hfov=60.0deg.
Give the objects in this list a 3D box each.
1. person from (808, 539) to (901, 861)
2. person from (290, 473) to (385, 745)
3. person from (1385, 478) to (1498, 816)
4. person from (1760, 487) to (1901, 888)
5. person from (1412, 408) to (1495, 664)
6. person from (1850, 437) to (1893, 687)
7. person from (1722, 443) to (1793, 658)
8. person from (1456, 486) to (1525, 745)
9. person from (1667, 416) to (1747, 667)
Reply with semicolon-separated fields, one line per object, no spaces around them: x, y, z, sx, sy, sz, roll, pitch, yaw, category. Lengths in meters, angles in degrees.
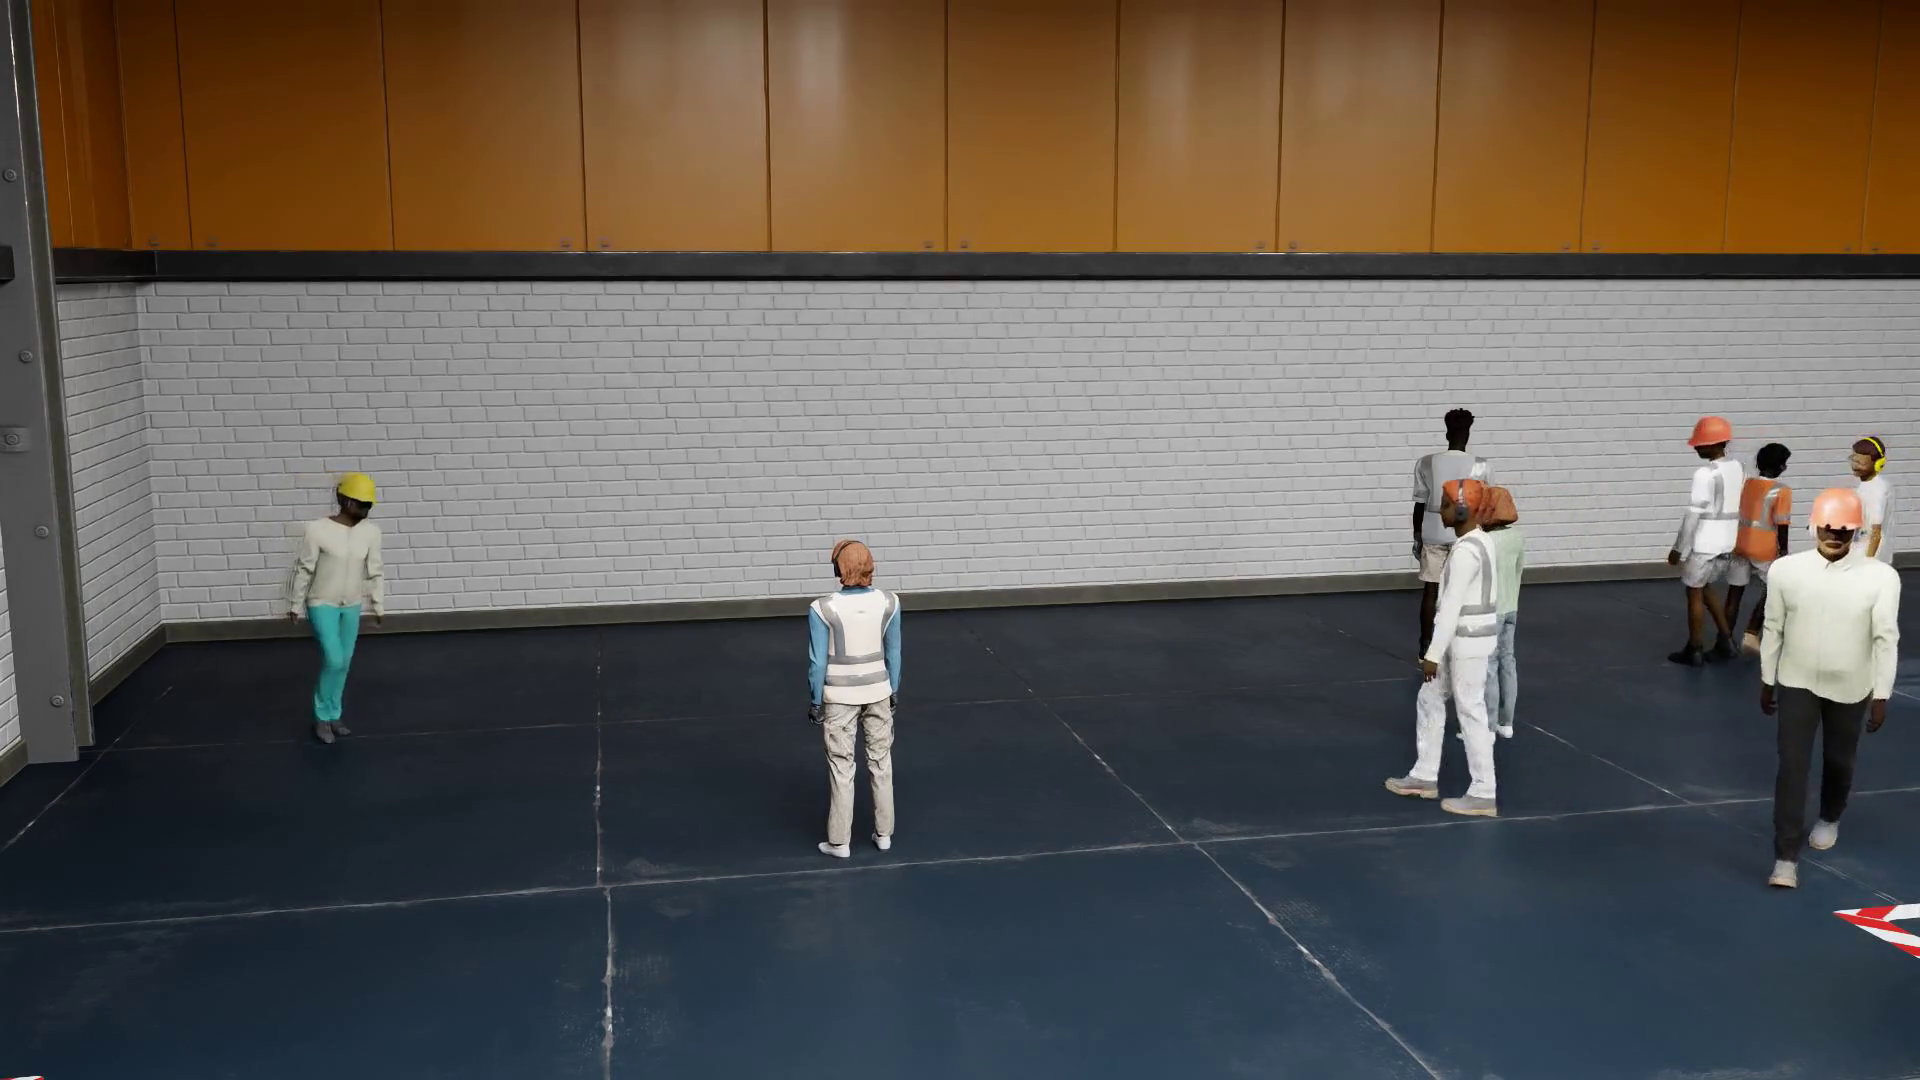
-0.530;0.811;8.455;0.514;1.641;0.308;-5;10;-27;person
-3.927;0.428;10.545;0.586;1.710;0.552;7;11;35;person
2.649;0.586;9.147;0.766;1.859;0.594;3;10;20;person
4.309;0.687;8.269;0.610;1.959;0.998;6;11;31;person
3.708;-0.017;12.542;0.607;1.958;0.378;5;10;26;person
6.446;0.161;11.852;0.403;1.828;0.642;3;10;19;person
6.078;0.091;12.719;0.446;1.666;0.611;-5;10;-27;person
3.365;0.475;10.519;0.498;1.634;0.278;-8;12;-39;person
5.586;0.020;12.459;0.576;1.908;0.415;-7;11;-35;person
